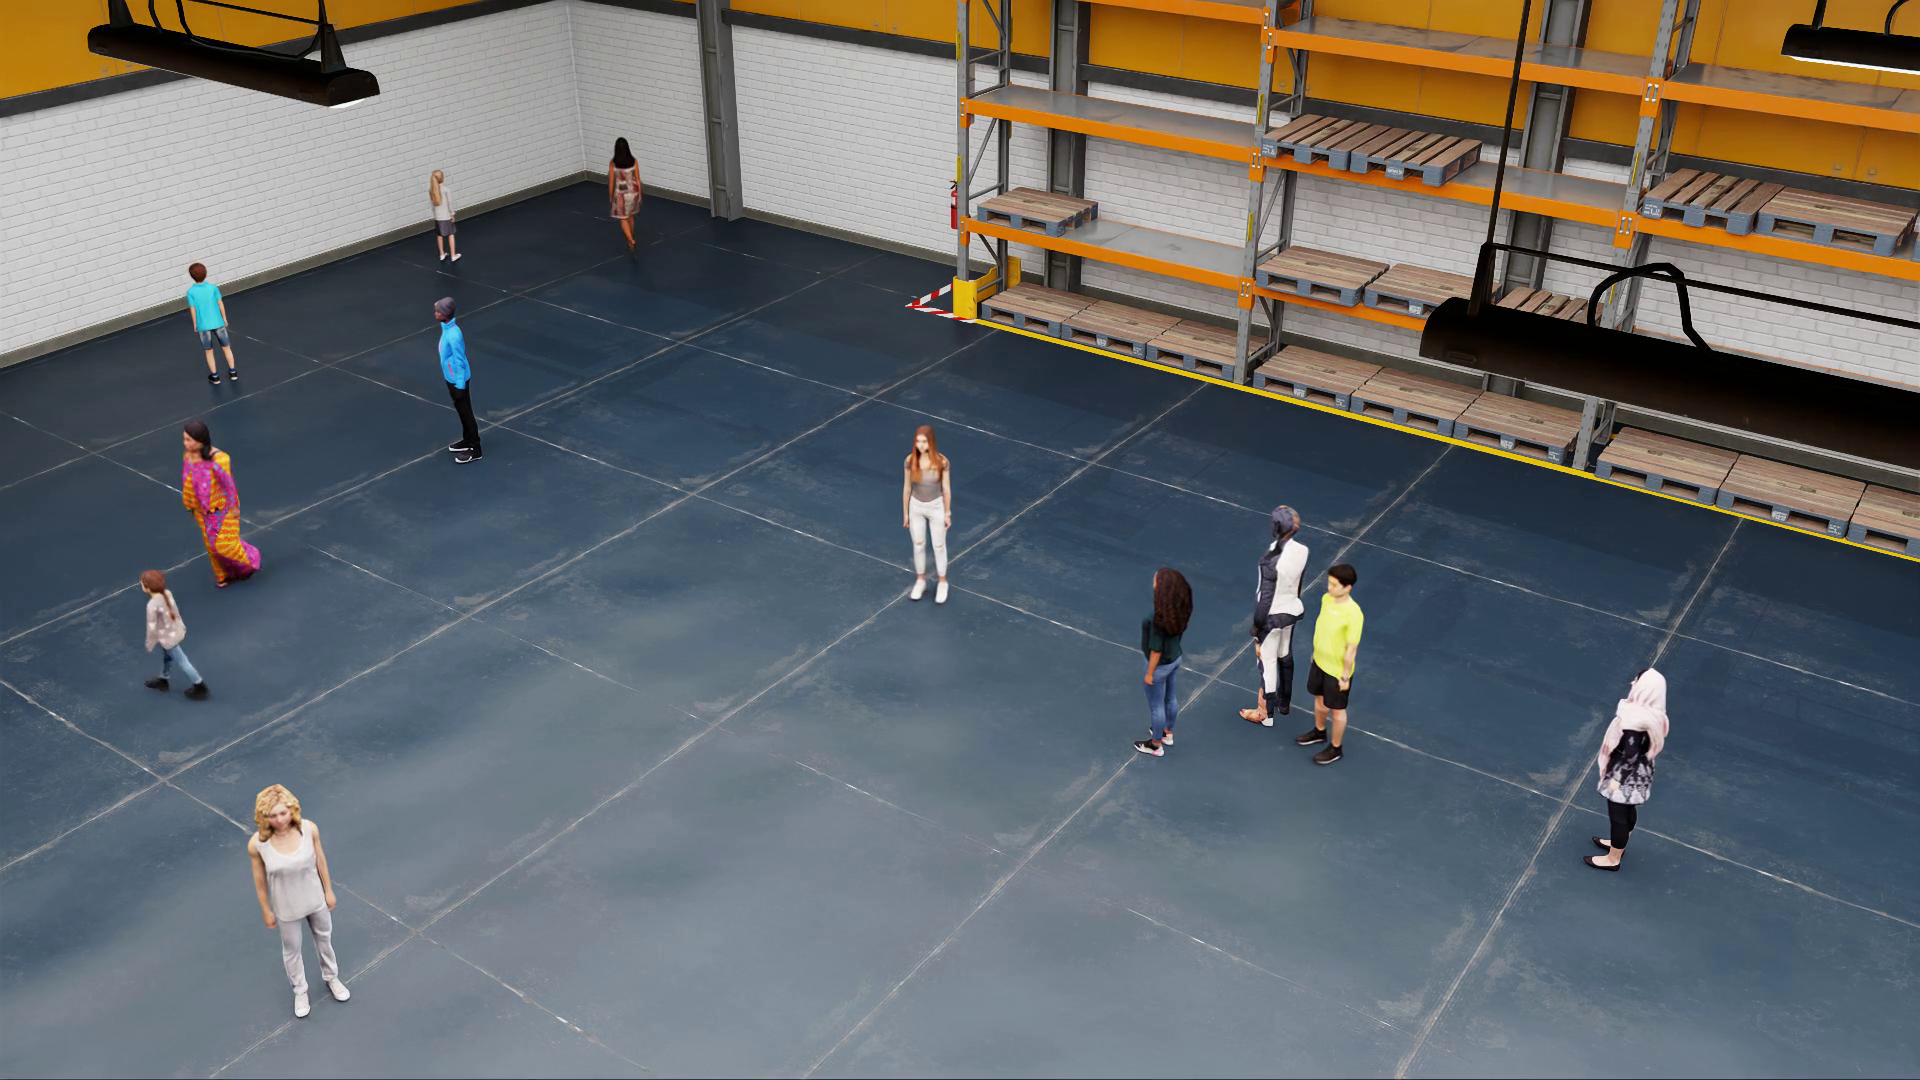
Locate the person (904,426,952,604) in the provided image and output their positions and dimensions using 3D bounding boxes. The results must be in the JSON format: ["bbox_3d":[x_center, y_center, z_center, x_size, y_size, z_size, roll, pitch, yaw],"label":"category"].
[{"bbox_3d":[-0.282,-0.255,14.965,0.581,1.719,0.714,5,29,9],"label":"person"}]

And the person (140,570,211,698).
[{"bbox_3d":[-6.434,0.793,13.618,0.880,1.169,0.731,3,29,5],"label":"person"}]

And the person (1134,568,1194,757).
[{"bbox_3d":[1.576,0.935,12.889,0.592,1.617,0.598,20,35,33],"label":"person"}]

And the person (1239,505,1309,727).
[{"bbox_3d":[2.516,0.601,13.217,0.739,1.890,0.671,-23,36,-36],"label":"person"}]

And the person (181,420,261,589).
[{"bbox_3d":[-6.774,-0.361,15.212,0.723,1.669,0.759,13,31,23],"label":"person"}]

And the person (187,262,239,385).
[{"bbox_3d":[-8.774,-2.549,19.453,0.580,1.449,0.569,-18,34,-30],"label":"person"}]

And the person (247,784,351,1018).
[{"bbox_3d":[-4.164,2.234,10.452,0.663,1.671,0.656,-17,33,-29],"label":"person"}]

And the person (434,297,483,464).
[{"bbox_3d":[-5.291,-1.703,17.541,0.754,1.794,0.626,-15,32,-25],"label":"person"}]

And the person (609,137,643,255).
[{"bbox_3d":[-4.704,-4.832,23.454,0.944,1.624,1.109,-11,31,-20],"label":"person"}]

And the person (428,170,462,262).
[{"bbox_3d":[-7.253,-4.555,23.315,0.552,1.272,0.635,6,29,10],"label":"person"}]

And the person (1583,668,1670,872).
[{"bbox_3d":[4.691,1.598,11.654,0.612,1.637,0.623,17,33,29],"label":"person"}]

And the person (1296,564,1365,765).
[{"bbox_3d":[2.890,0.917,12.828,0.757,1.708,0.655,-11,30,-19],"label":"person"}]
